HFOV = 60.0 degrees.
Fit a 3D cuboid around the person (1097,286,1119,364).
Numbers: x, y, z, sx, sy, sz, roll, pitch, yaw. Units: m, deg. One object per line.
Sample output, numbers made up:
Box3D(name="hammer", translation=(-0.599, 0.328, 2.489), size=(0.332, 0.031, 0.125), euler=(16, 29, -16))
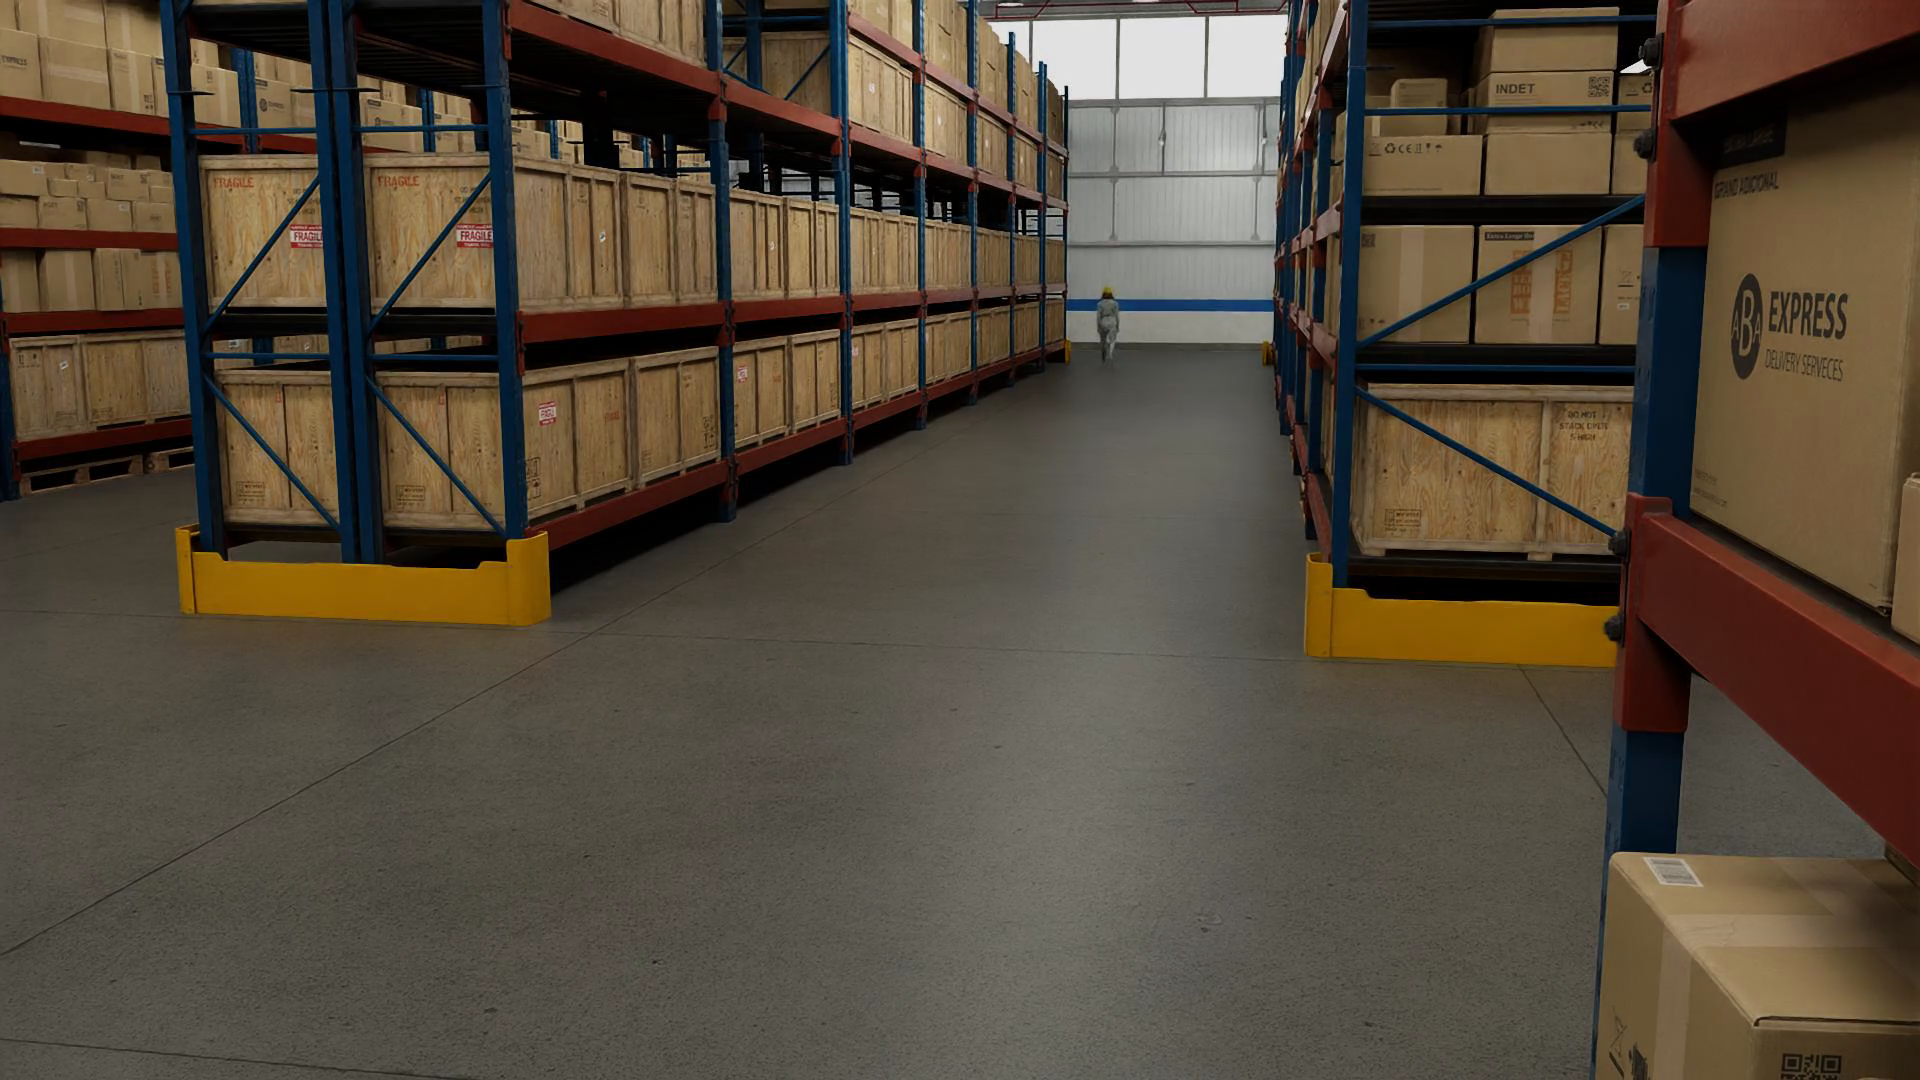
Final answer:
Box3D(name="person", translation=(3.244, -4.714, 36.496), size=(0.494, 1.717, 0.672), euler=(0, 9, 2))
